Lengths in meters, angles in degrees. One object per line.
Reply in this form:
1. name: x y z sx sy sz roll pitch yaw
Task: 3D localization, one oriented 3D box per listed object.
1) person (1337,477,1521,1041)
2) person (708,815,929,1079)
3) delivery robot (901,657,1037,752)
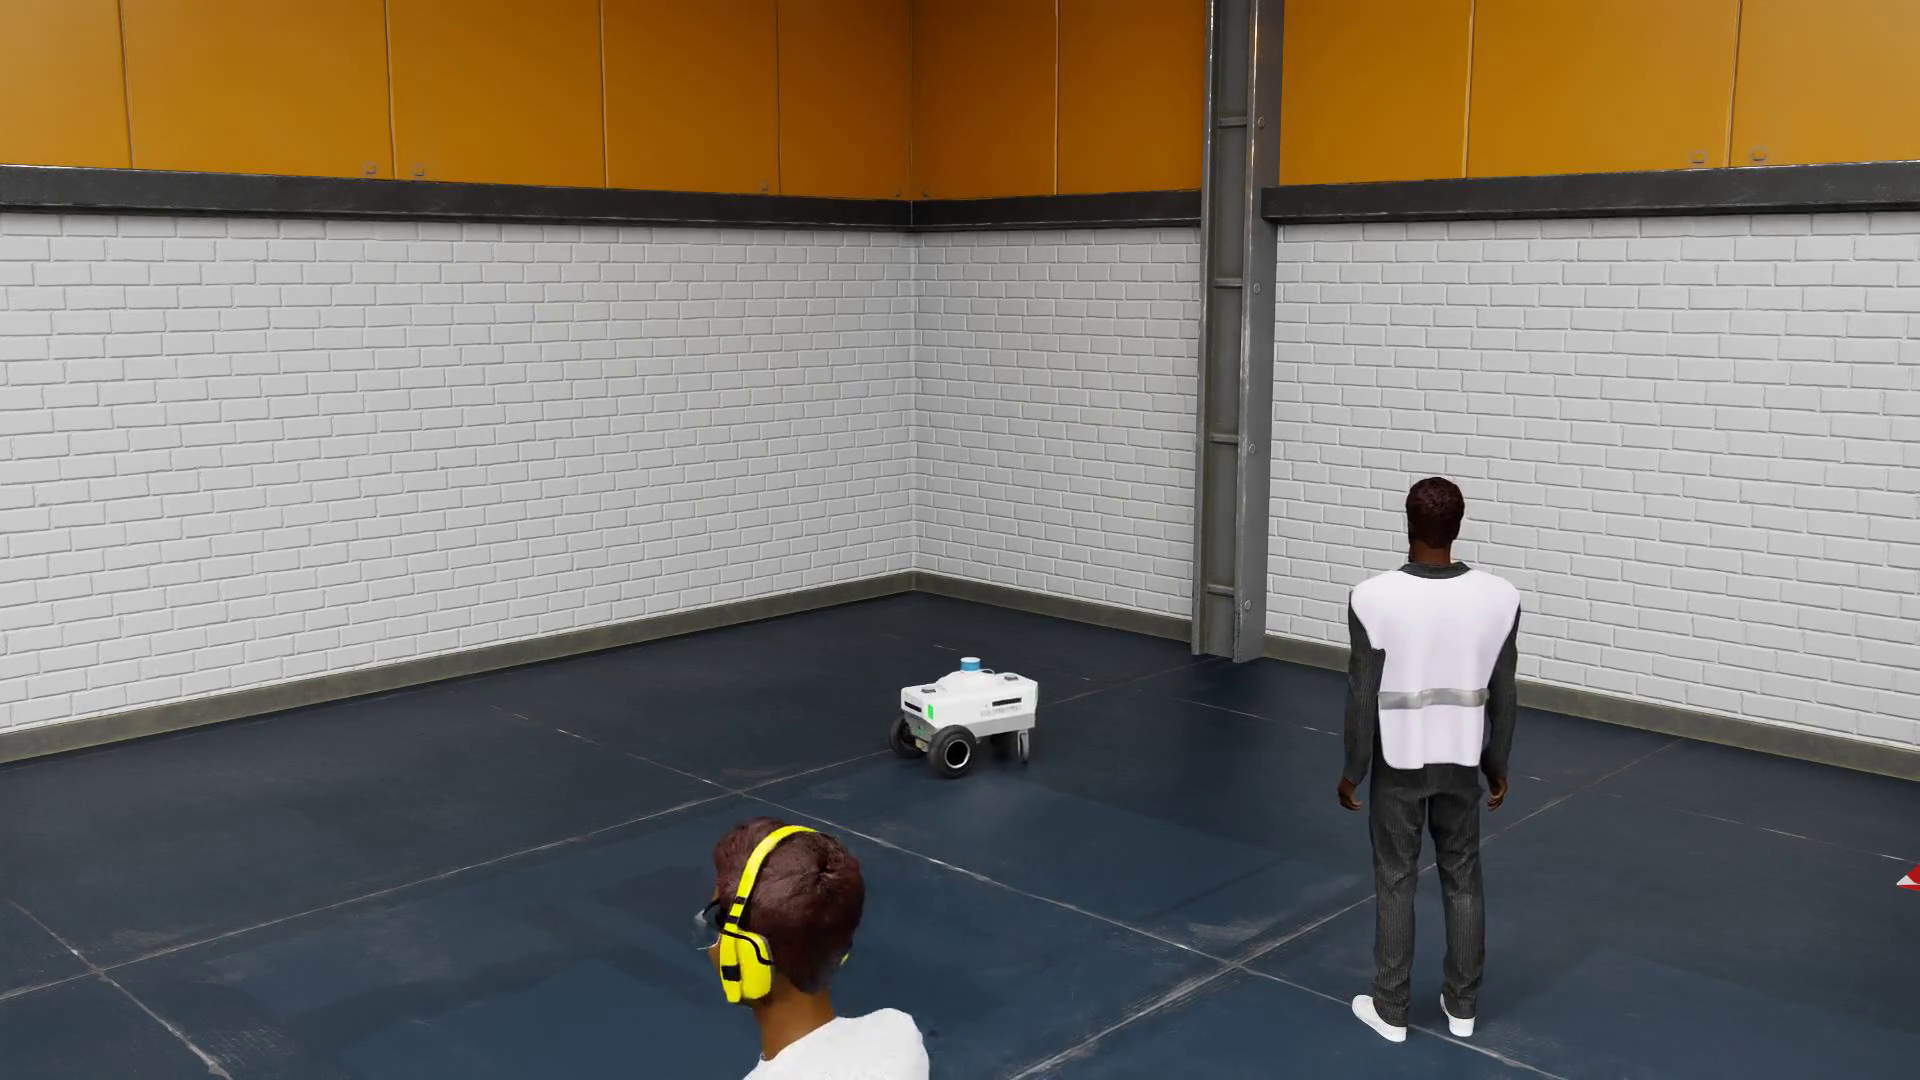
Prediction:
1. person: 1.579 0.746 5.613 0.597 1.916 0.371 -1 9 -5
2. person: -0.268 1.301 2.430 0.711 1.843 0.551 6 11 32
3. delivery robot: 0.055 0.863 8.778 0.707 0.478 0.477 -6 11 -31
